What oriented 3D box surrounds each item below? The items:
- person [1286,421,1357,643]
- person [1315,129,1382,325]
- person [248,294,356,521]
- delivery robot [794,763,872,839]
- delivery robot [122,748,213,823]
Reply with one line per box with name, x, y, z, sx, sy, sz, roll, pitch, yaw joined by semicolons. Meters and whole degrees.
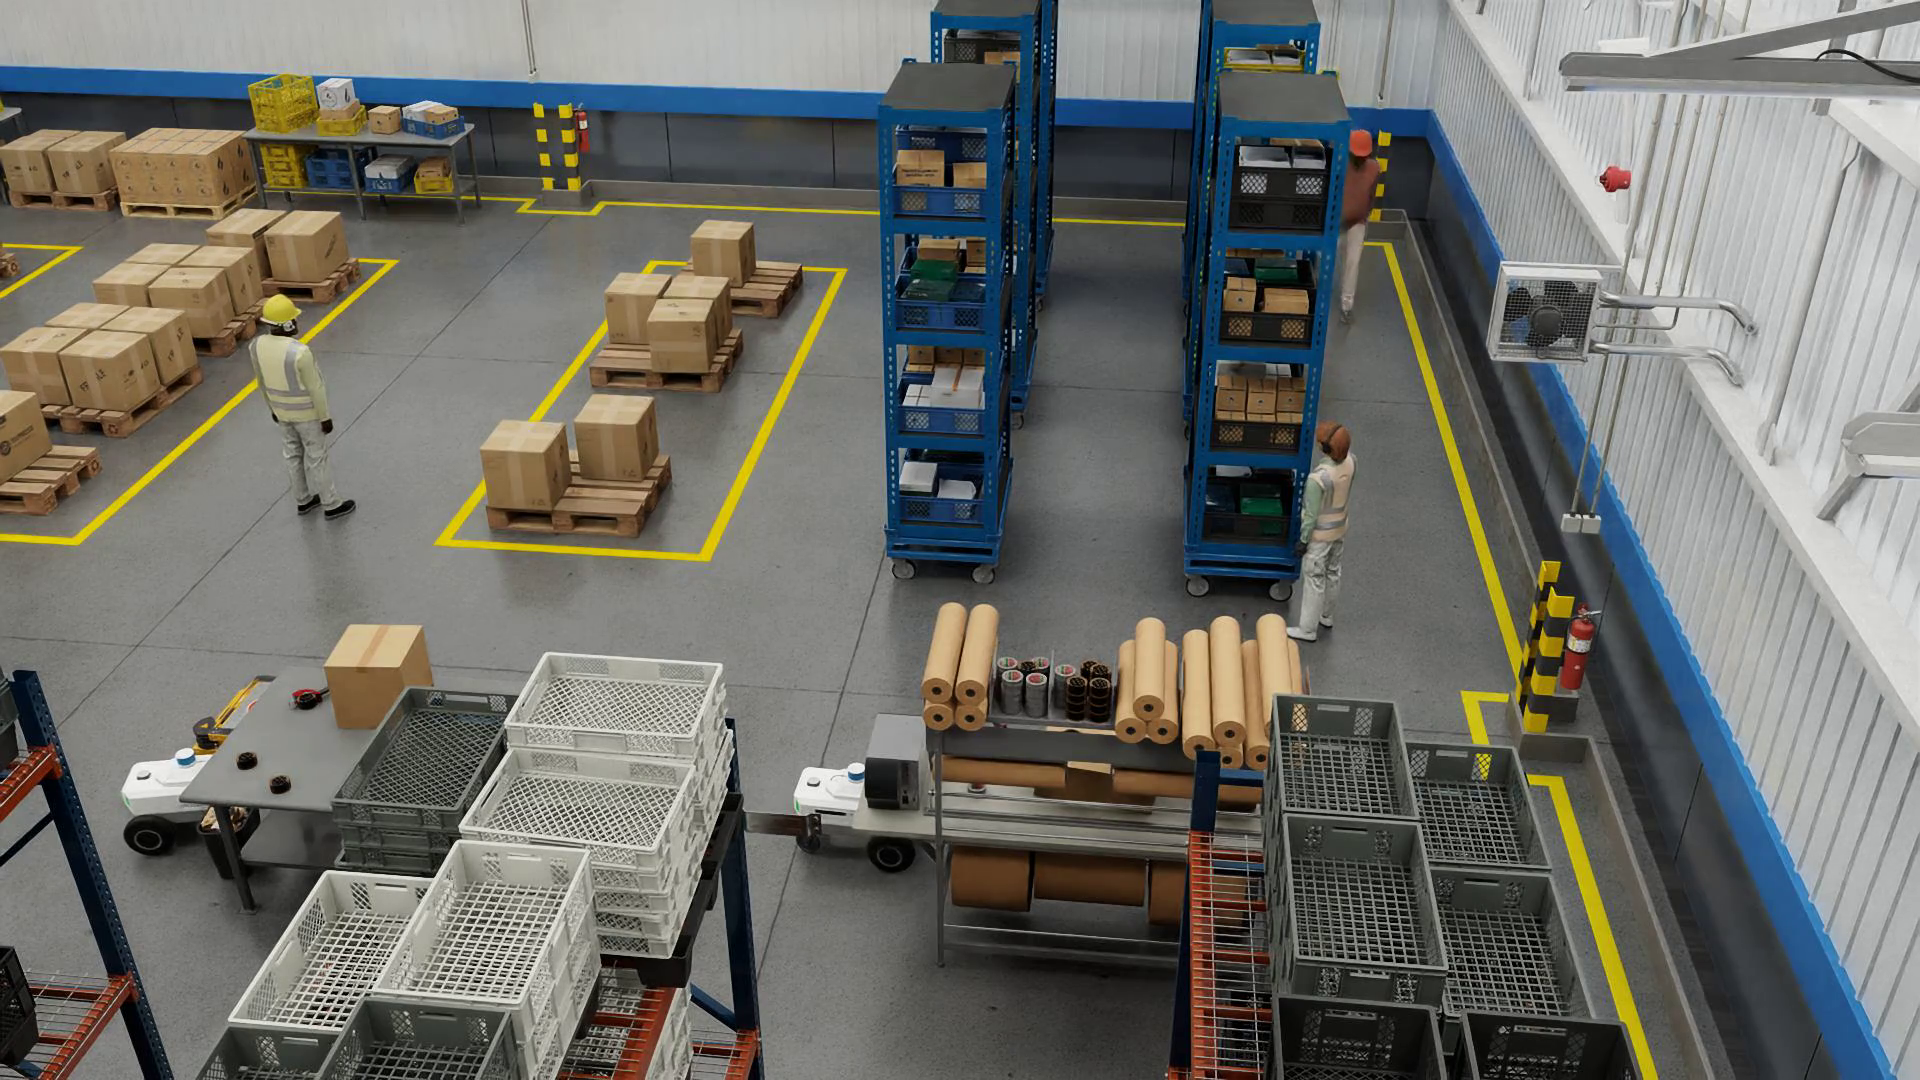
person;2.488;-0.060;11.392;0.307;1.645;0.513;25;38;36
person;3.791;-3.223;16.570;0.628;1.926;1.035;-3;30;-5
person;-5.103;-1.021;12.857;0.587;1.835;0.404;13;33;21
delivery robot;-0.597;1.517;9.671;0.707;0.478;0.477;5;31;8
delivery robot;-4.508;1.446;9.792;0.707;0.478;0.477;-4;31;-7
